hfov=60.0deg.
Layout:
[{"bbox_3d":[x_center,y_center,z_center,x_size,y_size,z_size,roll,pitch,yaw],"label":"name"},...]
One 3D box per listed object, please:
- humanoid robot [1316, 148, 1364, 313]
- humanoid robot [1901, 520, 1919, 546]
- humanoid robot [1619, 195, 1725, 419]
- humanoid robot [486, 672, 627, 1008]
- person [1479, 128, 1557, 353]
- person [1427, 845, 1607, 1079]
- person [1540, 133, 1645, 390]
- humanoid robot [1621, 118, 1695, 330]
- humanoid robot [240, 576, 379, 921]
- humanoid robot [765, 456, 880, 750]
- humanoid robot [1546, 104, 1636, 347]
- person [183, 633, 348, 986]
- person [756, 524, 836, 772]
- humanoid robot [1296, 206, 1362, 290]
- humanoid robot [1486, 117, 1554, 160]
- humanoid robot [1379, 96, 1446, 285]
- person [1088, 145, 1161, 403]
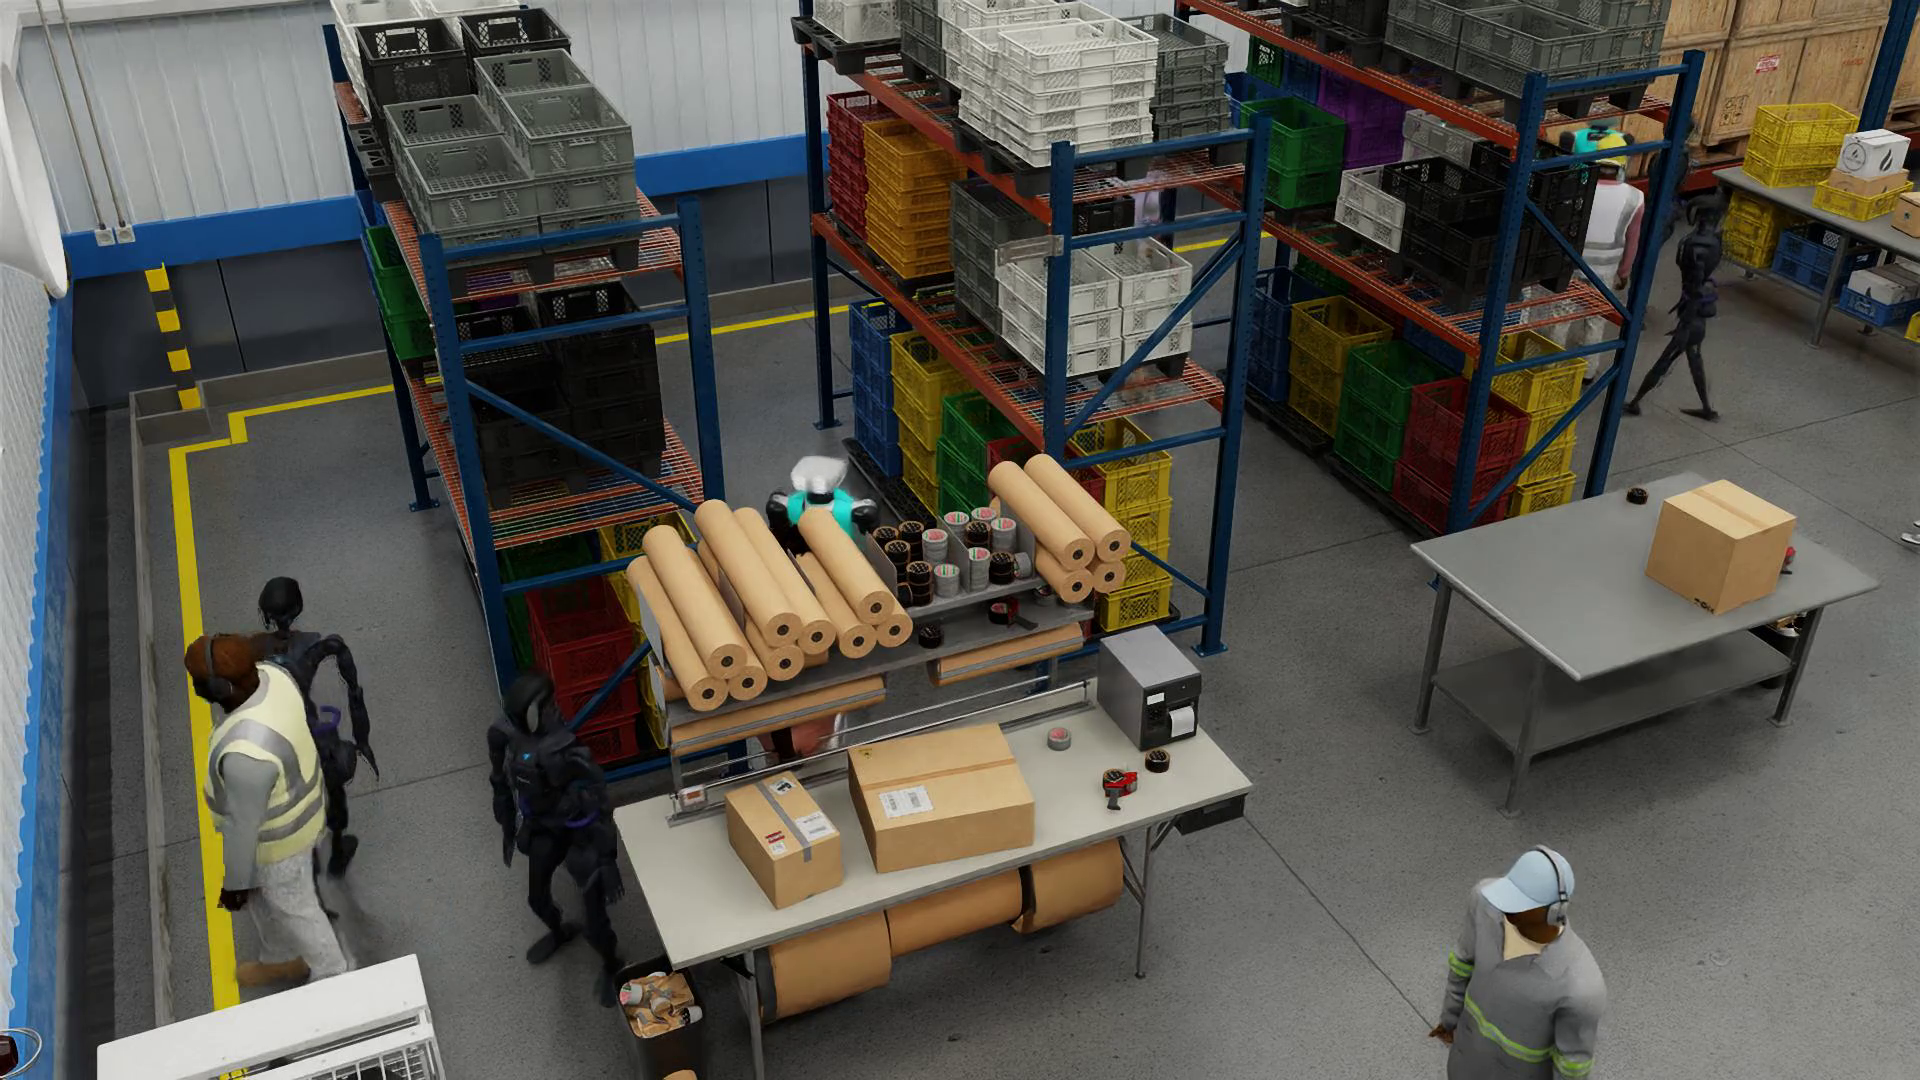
[{"bbox_3d":[2.927,-2.455,12.627,0.347,1.648,0.603,2,32,3],"label":"humanoid robot"},{"bbox_3d":[5.920,-0.713,9.631,0.746,1.685,0.532,28,41,37],"label":"humanoid robot"},{"bbox_3d":[4.889,-1.551,11.184,0.743,1.622,0.608,10,33,16],"label":"humanoid robot"},{"bbox_3d":[-1.587,1.177,6.717,0.591,1.645,0.395,12,34,19],"label":"humanoid robot"},{"bbox_3d":[3.896,-2.059,11.779,0.571,1.879,0.356,-3,32,-5],"label":"person"},{"bbox_3d":[1.815,1.754,5.614,0.395,1.850,0.589,-13,34,-21],"label":"person"},{"bbox_3d":[4.377,-1.924,11.604,0.599,1.829,0.404,6,32,10],"label":"person"},{"bbox_3d":[5.193,-2.395,12.512,0.383,1.656,0.587,27,40,36],"label":"humanoid robot"},{"bbox_3d":[-2.849,0.927,7.170,0.590,1.646,0.686,-5,32,-8],"label":"humanoid robot"},{"bbox_3d":[-0.575,0.243,8.185,0.549,1.735,1.014,5,32,7],"label":"humanoid robot"},{"bbox_3d":[4.592,-2.209,12.193,0.534,1.791,0.812,4,32,7],"label":"humanoid robot"},{"bbox_3d":[-2.816,1.158,6.606,0.606,1.816,0.662,-8,32,-12],"label":"person"},{"bbox_3d":[-0.680,0.786,7.076,0.368,1.965,0.605,3,32,5],"label":"person"},{"bbox_3d":[2.749,-2.374,12.488,0.588,1.646,0.403,24,39,33],"label":"humanoid robot"},{"bbox_3d":[3.983,-2.377,12.429,0.536,1.773,0.738,-1,32,-2],"label":"humanoid robot"},{"bbox_3d":[3.429,-2.649,12.747,0.533,1.674,0.735,6,32,10],"label":"humanoid robot"},{"bbox_3d":[1.115,-1.969,11.535,0.610,2.000,1.011,-19,36,-28],"label":"person"}]
